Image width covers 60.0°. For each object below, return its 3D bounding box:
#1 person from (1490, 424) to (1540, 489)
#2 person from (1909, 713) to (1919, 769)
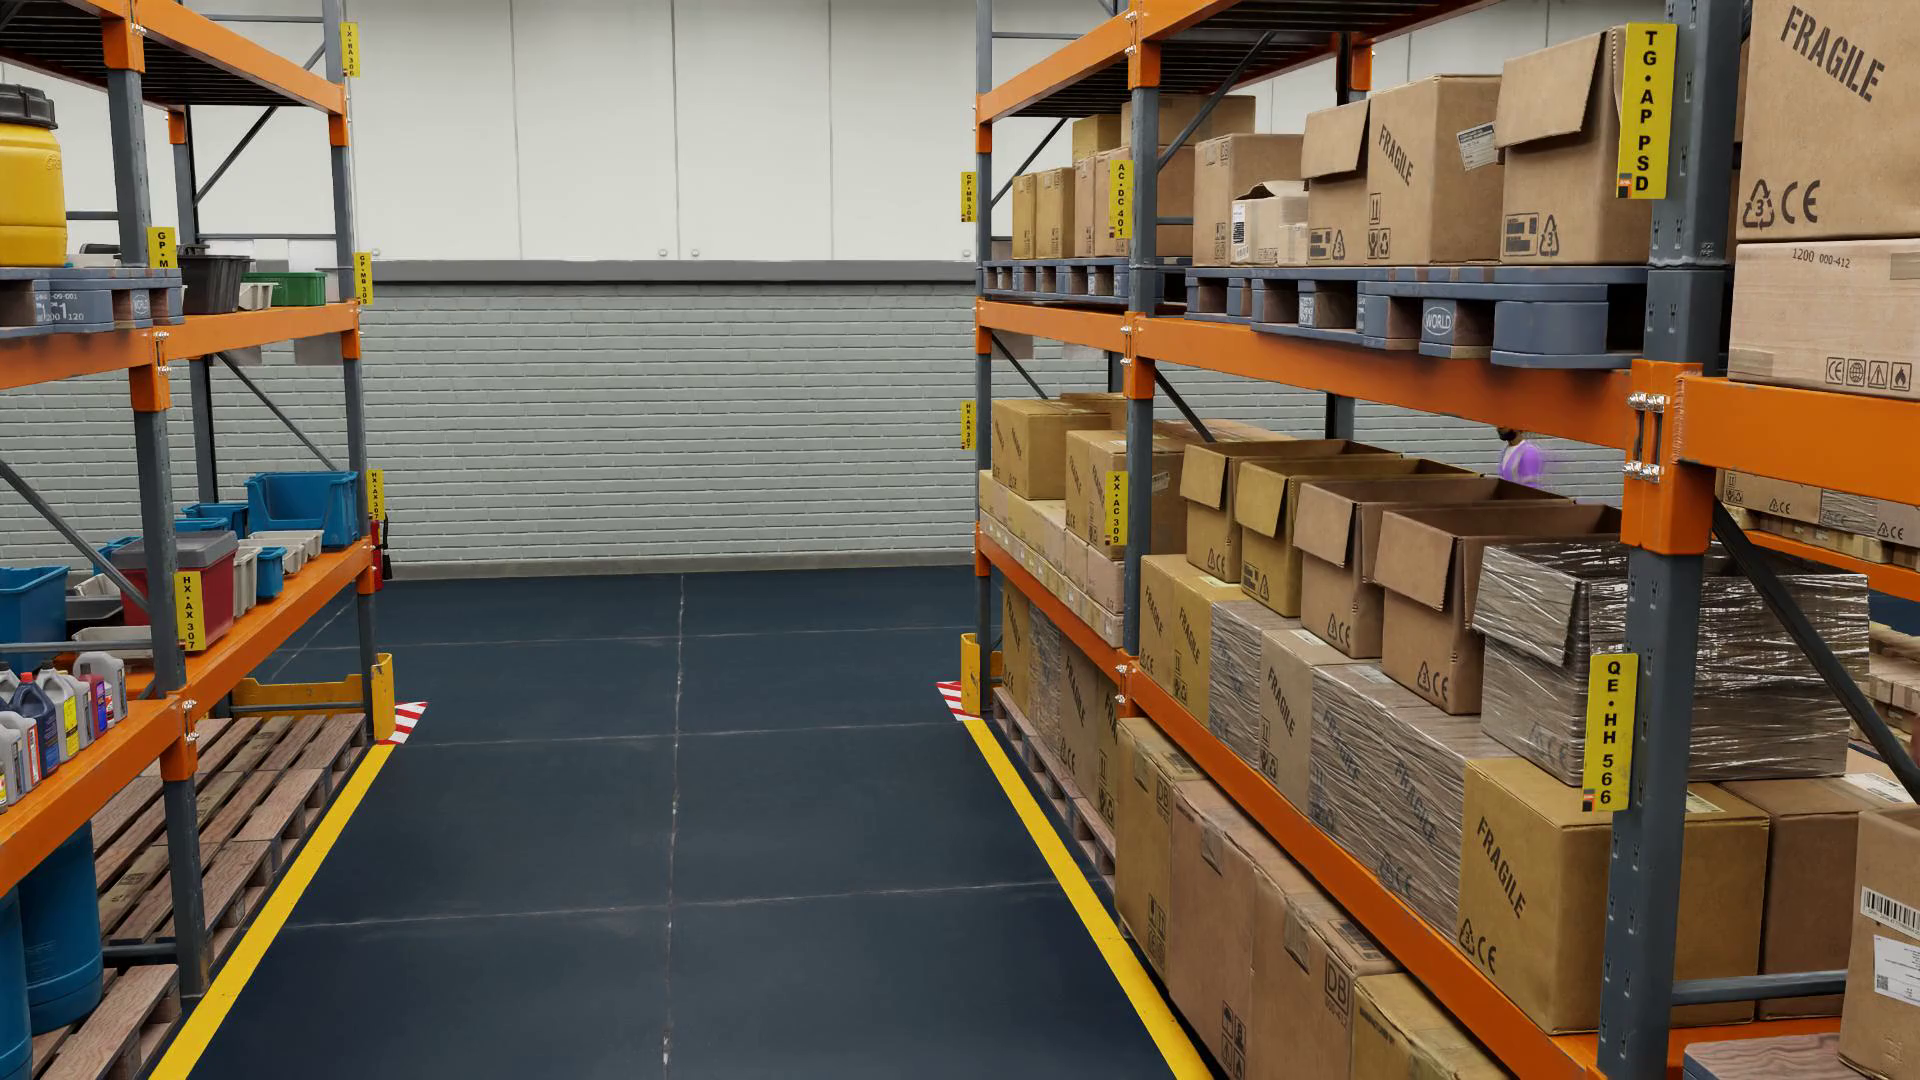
[{"bbox_3d":[4.656,-0.204,14.136,0.642,1.911,0.575,-1,9,-4],"label":"person"},{"bbox_3d":[3.865,1.176,6.525,0.542,1.620,0.452,-3,10,-17],"label":"person"}]
